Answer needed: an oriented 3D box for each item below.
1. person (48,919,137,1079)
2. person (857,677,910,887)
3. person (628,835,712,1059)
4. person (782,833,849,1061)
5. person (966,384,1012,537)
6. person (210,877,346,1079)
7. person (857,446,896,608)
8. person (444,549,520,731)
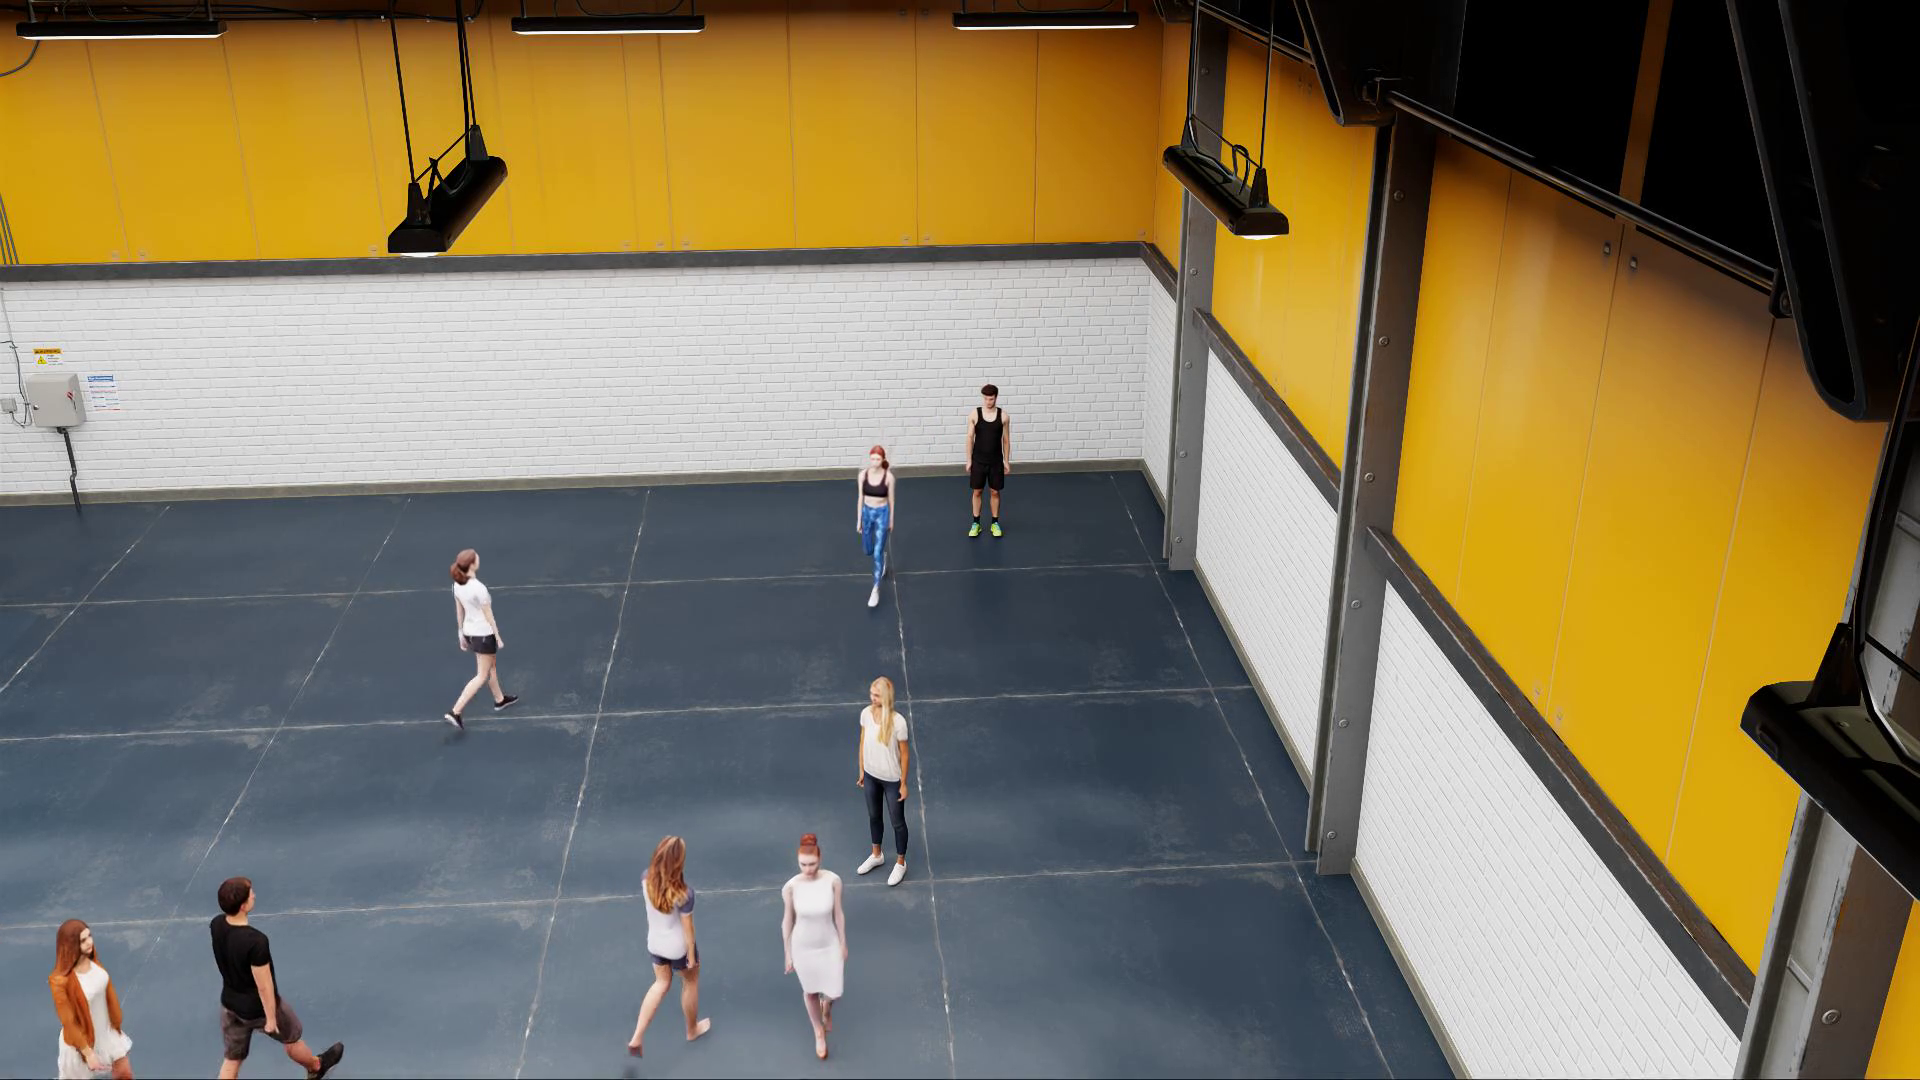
[{"bbox_3d":[-5.615,3.150,10.560,0.862,1.692,1.076,4,24,10],"label":"person"},{"bbox_3d":[-0.595,1.900,13.272,0.673,1.809,0.701,15,28,30],"label":"person"},{"bbox_3d":[-2.026,2.801,11.339,0.921,1.708,1.037,14,27,29],"label":"person"},{"bbox_3d":[-0.985,2.744,11.367,0.605,1.788,0.662,-3,24,-8],"label":"person"},{"bbox_3d":[0.327,-0.960,19.713,0.697,1.891,0.597,0,24,0],"label":"person"},{"bbox_3d":[-4.642,3.022,10.701,1.050,1.813,1.286,11,26,23],"label":"person"},{"bbox_3d":[-0.907,-0.209,18.149,0.795,1.767,1.112,5,24,12],"label":"person"},{"bbox_3d":[-4.552,0.953,15.544,1.028,1.725,1.132,16,29,33],"label":"person"}]
